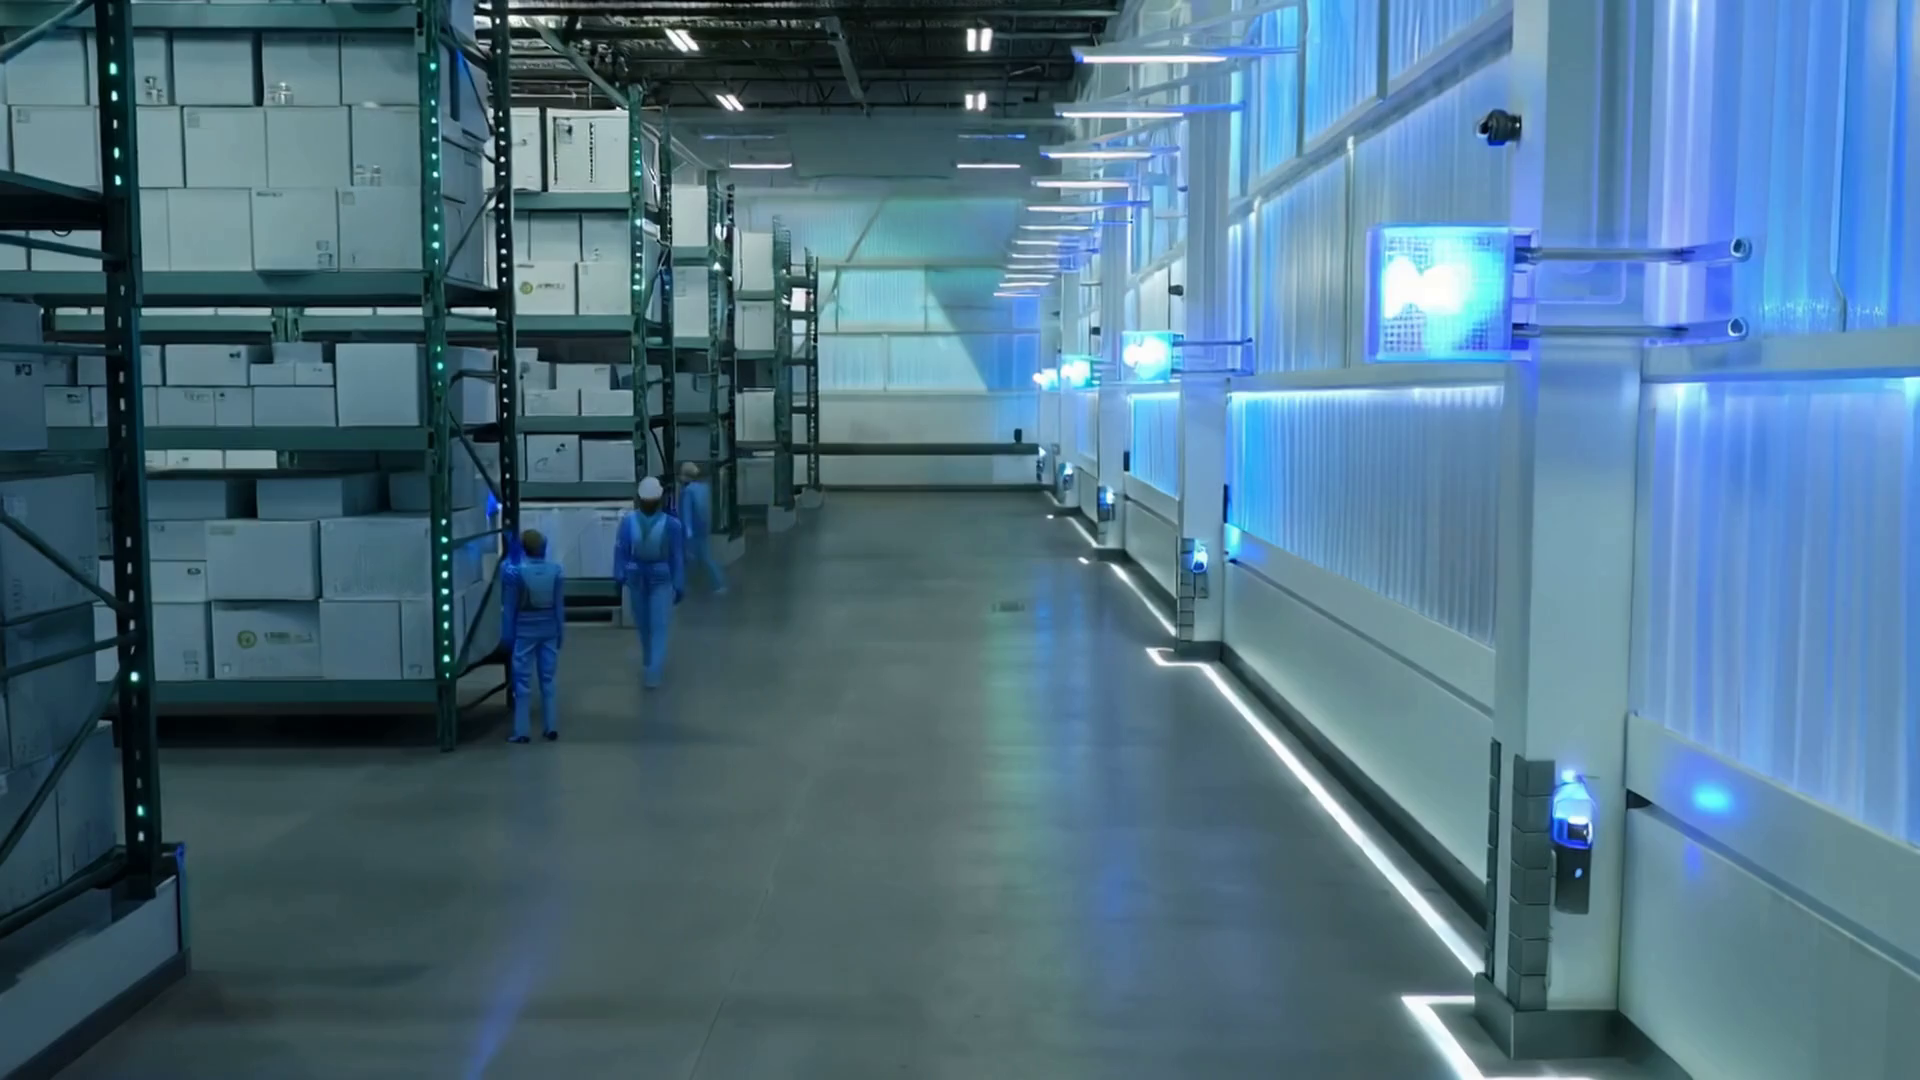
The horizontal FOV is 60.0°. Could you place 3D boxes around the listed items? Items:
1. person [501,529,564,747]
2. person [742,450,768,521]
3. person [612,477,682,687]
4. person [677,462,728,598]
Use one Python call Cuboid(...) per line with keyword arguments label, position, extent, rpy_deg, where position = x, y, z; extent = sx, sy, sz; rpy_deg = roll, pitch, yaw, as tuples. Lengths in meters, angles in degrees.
Cuboid(label="person", position=(-3.211, 0.736, 12.555), extent=(0.314, 1.629, 0.526), rpy_deg=(4, 7, 42))
Cuboid(label="person", position=(-4.303, -1.346, 35.198), extent=(0.743, 1.916, 0.633), rpy_deg=(0, 5, 3))
Cuboid(label="person", position=(-2.875, 0.358, 15.401), extent=(0.615, 1.909, 0.979), rpy_deg=(0, 5, 3))
Cuboid(label="person", position=(-3.431, -0.119, 21.628), extent=(0.924, 1.791, 0.607), rpy_deg=(2, 5, 23))
